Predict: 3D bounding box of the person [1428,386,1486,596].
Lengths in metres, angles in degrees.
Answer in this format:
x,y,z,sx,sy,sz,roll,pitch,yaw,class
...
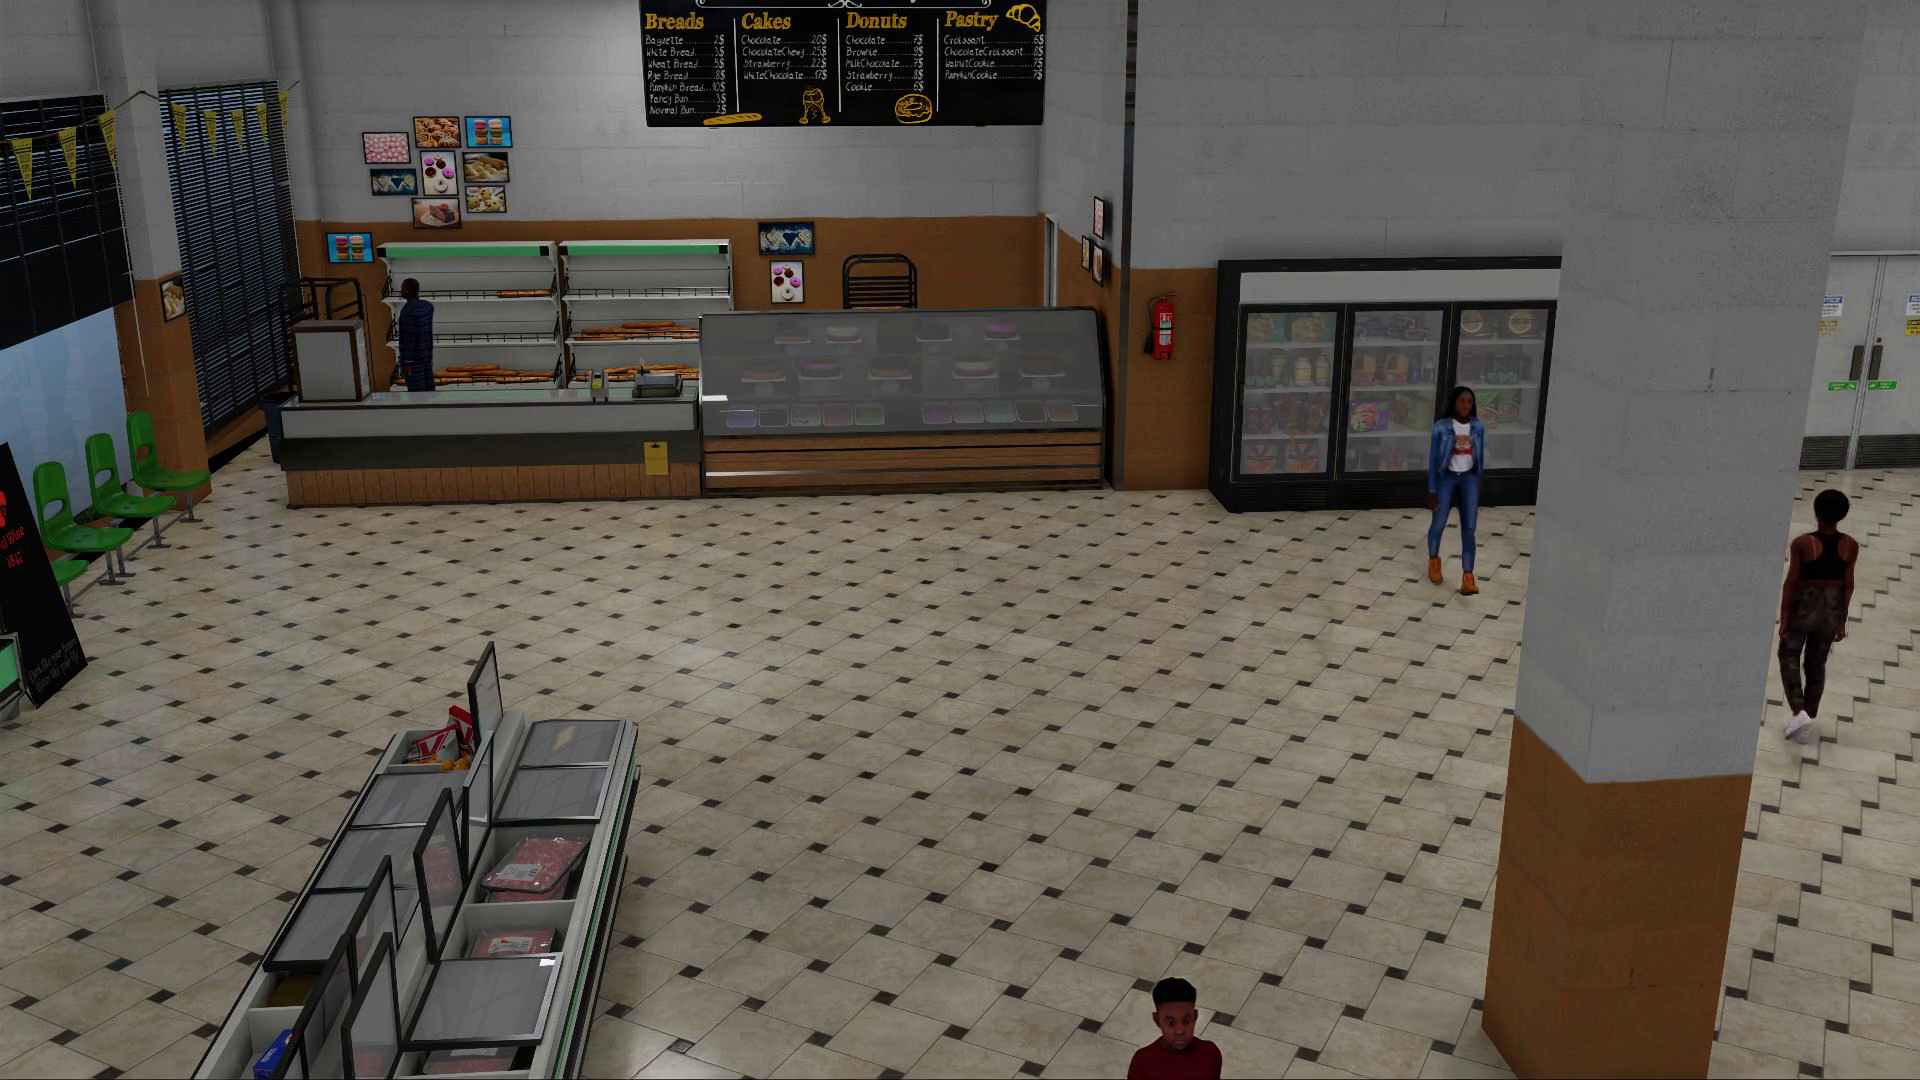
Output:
x,y,z,sx,sy,sz,roll,pitch,yaw,class
4.011,-0.429,13.627,0.697,1.676,1.118,0,17,-1,person

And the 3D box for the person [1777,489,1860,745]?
x,y,z,sx,sy,sz,roll,pitch,yaw,class
5.401,0.525,10.467,0.714,1.688,0.880,4,17,12,person

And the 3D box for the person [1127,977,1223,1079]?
x,y,z,sx,sy,sz,roll,pitch,yaw,class
0.749,2.129,5.926,0.526,1.256,0.514,-4,17,-12,person

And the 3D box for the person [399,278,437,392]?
x,y,z,sx,sy,sz,roll,pitch,yaw,class
-6.086,-2.035,18.664,0.812,1.824,0.677,5,18,15,person
